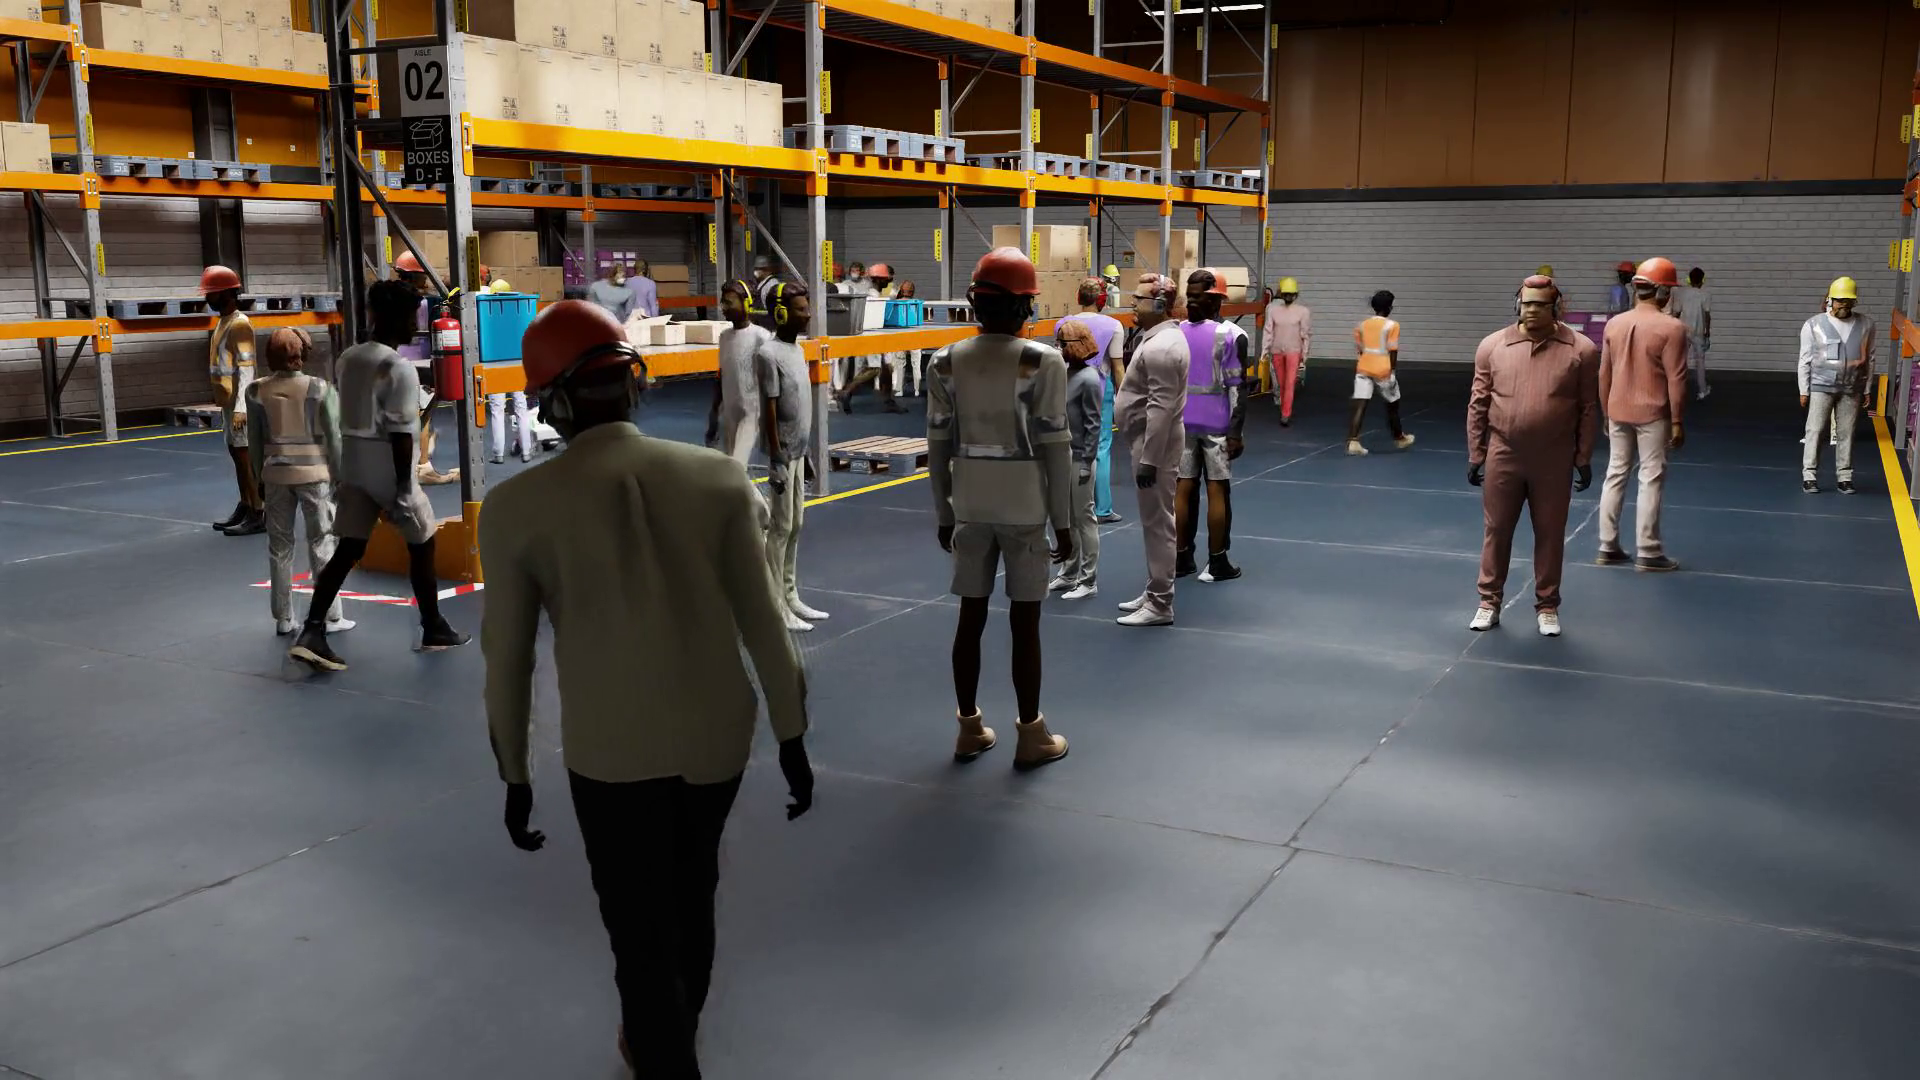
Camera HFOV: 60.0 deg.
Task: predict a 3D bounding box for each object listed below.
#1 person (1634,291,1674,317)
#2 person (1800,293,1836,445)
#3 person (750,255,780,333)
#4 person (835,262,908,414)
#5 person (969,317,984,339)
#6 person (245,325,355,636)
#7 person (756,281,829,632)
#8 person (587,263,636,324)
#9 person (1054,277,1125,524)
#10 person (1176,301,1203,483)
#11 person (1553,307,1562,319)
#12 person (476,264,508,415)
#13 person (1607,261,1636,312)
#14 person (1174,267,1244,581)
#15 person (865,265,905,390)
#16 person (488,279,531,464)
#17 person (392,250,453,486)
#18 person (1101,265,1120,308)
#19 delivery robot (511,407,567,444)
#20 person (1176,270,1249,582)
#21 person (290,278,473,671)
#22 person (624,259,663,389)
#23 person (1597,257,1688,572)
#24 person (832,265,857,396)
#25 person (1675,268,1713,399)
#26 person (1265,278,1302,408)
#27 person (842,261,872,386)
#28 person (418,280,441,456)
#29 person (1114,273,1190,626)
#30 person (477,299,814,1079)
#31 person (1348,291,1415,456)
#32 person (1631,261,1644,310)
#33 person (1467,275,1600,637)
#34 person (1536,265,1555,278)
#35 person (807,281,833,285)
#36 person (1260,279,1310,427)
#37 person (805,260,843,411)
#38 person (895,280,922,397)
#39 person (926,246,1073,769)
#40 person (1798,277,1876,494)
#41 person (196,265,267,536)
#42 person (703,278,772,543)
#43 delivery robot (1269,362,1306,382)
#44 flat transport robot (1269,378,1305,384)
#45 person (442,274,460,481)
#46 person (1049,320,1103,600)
[{"bbox_3d":[8.751,-2.578,21.125,0.369,1.928,0.585,-5,11,-26],"label":"person"},{"bbox_3d":[9.191,-1.817,17.570,0.502,1.632,0.294,8,13,40],"label":"person"},{"bbox_3d":[-2.866,-3.269,24.800,0.873,2.000,0.694,-2,10,-13],"label":"person"},{"bbox_3d":[-1.109,-2.514,20.820,0.830,1.911,0.546,1,10,3],"label":"person"},{"bbox_3d":[0.224,-0.982,12.583,0.538,1.693,0.319,3,10,19],"label":"person"},{"bbox_3d":[-3.489,-0.304,8.783,0.514,1.644,0.307,0,10,2],"label":"person"},{"bbox_3d":[-0.909,-0.448,8.960,0.328,1.873,0.513,2,10,12],"label":"person"},{"bbox_3d":[-4.687,-2.738,22.190,0.742,1.896,0.368,-1,10,-8],"label":"person"},{"bbox_3d":[0.962,-1.034,12.430,0.574,1.841,0.375,5,11,29],"label":"person"},{"bbox_3d":[2.113,-1.322,14.794,0.796,1.607,0.521,-7,12,-36],"label":"person"},{"bbox_3d":[5.985,-1.694,16.911,0.747,1.607,0.500,-3,10,-17],"label":"person"},{"bbox_3d":[-5.900,-2.478,20.680,0.575,1.882,0.360,-3,10,-17],"label":"person"},{"bbox_3d":[9.718,-3.190,24.787,0.625,1.895,0.584,5,11,26],"label":"person"},{"bbox_3d":[1.514,-0.711,10.297,0.544,1.936,0.359,6,12,33],"label":"person"},{"bbox_3d":[-1.087,-3.146,24.671,0.634,1.839,0.429,3,10,18],"label":"person"},{"bbox_3d":[-4.378,-1.611,15.991,0.524,1.769,0.316,-5,11,-26],"label":"person"},{"bbox_3d":[-4.732,-1.492,14.504,0.608,2.044,0.372,9,13,43],"label":"person"},{"bbox_3d":[2.341,-3.367,25.967,0.403,1.835,0.588,-6,12,-33],"label":"person"},{"bbox_3d":[-4.151,-1.169,16.667,0.477,0.478,0.707,6,11,30],"label":"delivery robot"},{"bbox_3d":[1.510,-0.703,10.304,0.398,1.918,0.588,-9,14,-43],"label":"person"},{"bbox_3d":[-2.872,-0.312,8.122,0.611,1.917,1.000,6,12,32],"label":"person"},{"bbox_3d":[-4.744,-3.224,24.843,0.630,1.937,0.373,5,11,26],"label":"person"},{"bbox_3d":[4.378,-0.799,10.638,0.401,1.990,0.622,-6,11,-29],"label":"person"},{"bbox_3d":[-1.782,-2.997,23.799,0.579,1.848,0.917,-3,10,-16],"label":"person"},{"bbox_3d":[10.041,-2.802,22.756,0.536,1.811,1.003,9,13,41],"label":"person"},{"bbox_3d":[4.247,-2.595,21.893,0.500,1.708,0.842,3,10,19],"label":"person"},{"bbox_3d":[-1.560,-3.339,25.612,0.634,1.910,0.903,4,10,20],"label":"person"},{"bbox_3d":[-5.153,-1.619,15.919,0.534,1.814,0.684,0,10,3],"label":"person"},{"bbox_3d":[1.040,-0.489,9.083,0.407,1.913,0.641,1,10,8],"label":"person"},{"bbox_3d":[-0.703,0.446,3.652,0.646,1.913,0.986,-5,11,-29],"label":"person"},{"bbox_3d":[4.220,-1.678,16.709,0.903,1.636,0.539,-8,13,-39],"label":"person"},{"bbox_3d":[10.290,-3.268,25.218,0.416,1.891,0.645,1,10,8],"label":"person"},{"bbox_3d":[3.019,-0.441,8.822,0.655,1.905,0.407,4,11,21],"label":"person"},{"bbox_3d":[9.189,-3.424,26.324,0.404,1.825,0.587,4,10,20],"label":"person"},{"bbox_3d":[-2.289,-3.724,28.007,0.625,1.846,0.429,6,11,29],"label":"person"},{"bbox_3d":[3.814,-2.188,19.488,0.524,1.720,0.895,5,11,29],"label":"person"},{"bbox_3d":[-1.809,-2.620,21.321,0.675,1.956,0.478,7,12,36],"label":"person"},{"bbox_3d":[-0.733,-2.825,23.372,0.523,1.645,0.306,-2,10,-11],"label":"person"},{"bbox_3d":[0.169,-0.120,6.560,0.605,2.045,0.380,5,11,26],"label":"person"},{"bbox_3d":[7.367,-1.291,13.990,0.584,1.824,0.403,2,10,11],"label":"person"},{"bbox_3d":[-5.232,-0.996,11.952,0.369,1.933,0.543,-7,12,-34],"label":"person"},{"bbox_3d":[-1.459,-0.782,10.928,0.379,1.855,0.520,-8,13,-40],"label":"person"},{"bbox_3d":[4.783,-2.543,24.623,0.477,0.478,0.707,-6,12,-34],"label":"delivery robot"},{"bbox_3d":[4.673,-2.516,25.561,0.652,0.197,1.431,8,13,38],"label":"flat transport robot"},{"bbox_3d":[-4.455,-1.447,14.829,0.429,1.843,0.633,-2,10,-10],"label":"person"},{"bbox_3d":[0.662,-0.468,9.764,0.285,1.633,0.500,-4,11,-23],"label":"person"}]
